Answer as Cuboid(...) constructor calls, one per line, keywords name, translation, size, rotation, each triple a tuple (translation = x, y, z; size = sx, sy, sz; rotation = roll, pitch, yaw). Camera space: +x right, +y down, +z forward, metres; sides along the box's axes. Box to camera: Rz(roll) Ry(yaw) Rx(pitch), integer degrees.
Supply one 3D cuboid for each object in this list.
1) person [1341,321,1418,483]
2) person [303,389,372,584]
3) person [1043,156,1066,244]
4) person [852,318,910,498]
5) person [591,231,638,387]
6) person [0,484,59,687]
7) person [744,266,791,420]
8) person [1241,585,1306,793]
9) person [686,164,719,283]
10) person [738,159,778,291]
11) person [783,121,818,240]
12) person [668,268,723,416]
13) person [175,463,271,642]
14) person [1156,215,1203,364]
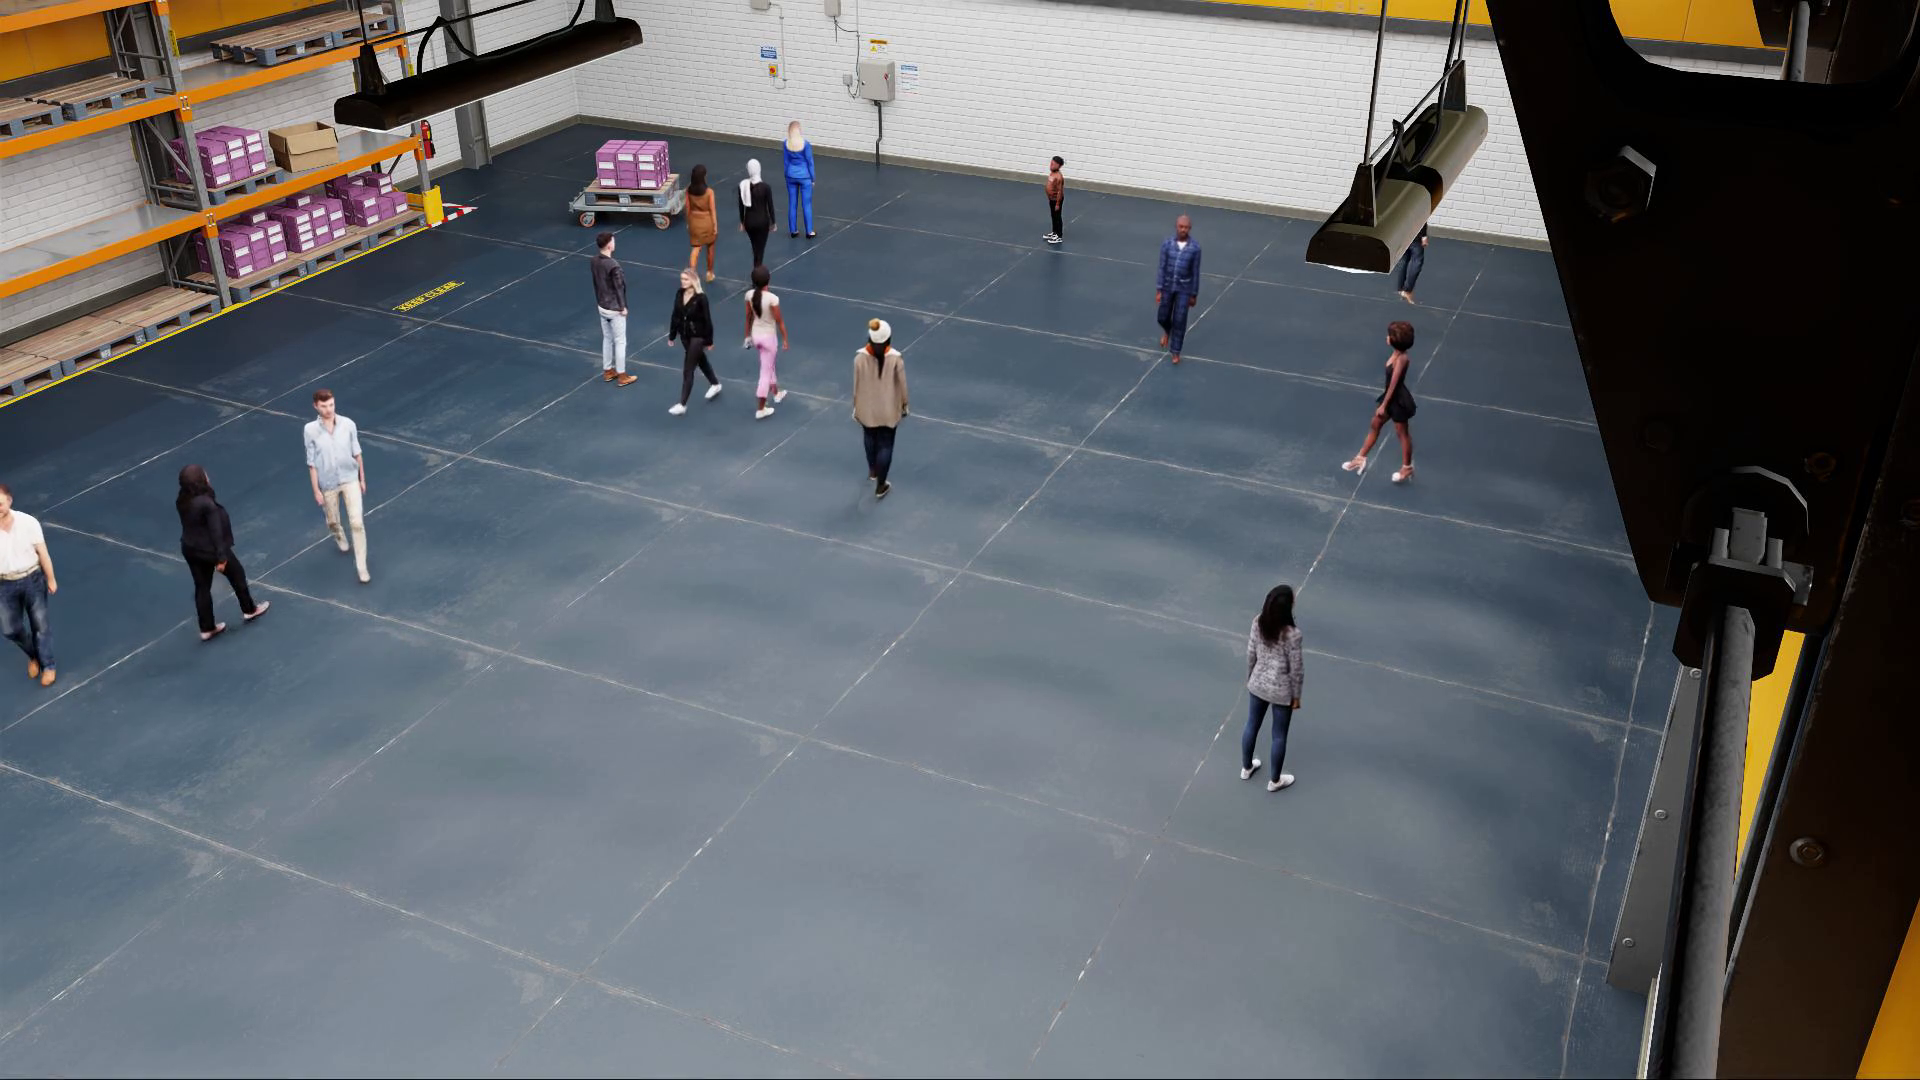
Cuboid(name="person", translation=(4.555, -1.382, 17.026), size=(0.863, 1.758, 0.976), rotation=(1, 29, 2))
Cuboid(name="person", translation=(-5.792, -0.556, 15.448), size=(1.169, 1.819, 1.163), rotation=(-13, 31, -23))
Cuboid(name="person", translation=(1.393, -4.942, 24.077), size=(0.648, 1.254, 0.577), rotation=(-8, 30, -15))
Cuboid(name="person", translation=(-0.854, -1.325, 16.806), size=(0.795, 1.867, 0.915), rotation=(7, 29, 13))
Cuboid(name="person", translation=(-4.058, -2.688, 19.345), size=(0.704, 1.831, 0.658), rotation=(24, 37, 36))
Cuboid(name="person", translation=(-7.795, 0.319, 13.816), size=(0.840, 1.845, 0.905), rotation=(-11, 30, -19))
Cuboid(name="person", translation=(-2.230, -2.174, 18.521), size=(0.672, 1.715, 0.935), rotation=(16, 33, 27))
Cuboid(name="person", translation=(2.347, 1.097, 12.507), size=(0.665, 1.733, 0.619), rotation=(23, 36, 36))
Cuboid(name="person", translation=(-3.460, -4.150, 22.205), size=(0.757, 1.657, 1.030), rotation=(2, 29, 4))
Cuboid(name="person", translation=(-2.715, -4.109, 22.039), size=(0.720, 1.744, 0.902), rotation=(7, 29, 12))
Cuboid(name="person", translation=(-2.339, -5.226, 24.134), size=(0.637, 1.700, 0.574), rotation=(9, 30, 15))
Cuboid(name="person", translation=(-2.955, -2.279, 18.800), size=(0.729, 1.633, 1.213), rotation=(17, 33, 28))
Cuboid(name="person", translation=(-6.571, 0.148, 14.406), size=(0.653, 1.581, 0.887), rotation=(12, 31, 20))
Cuboid(name="person", translation=(2.609, -3.056, 20.048), size=(0.781, 1.802, 0.918), rotation=(5, 29, 9))
